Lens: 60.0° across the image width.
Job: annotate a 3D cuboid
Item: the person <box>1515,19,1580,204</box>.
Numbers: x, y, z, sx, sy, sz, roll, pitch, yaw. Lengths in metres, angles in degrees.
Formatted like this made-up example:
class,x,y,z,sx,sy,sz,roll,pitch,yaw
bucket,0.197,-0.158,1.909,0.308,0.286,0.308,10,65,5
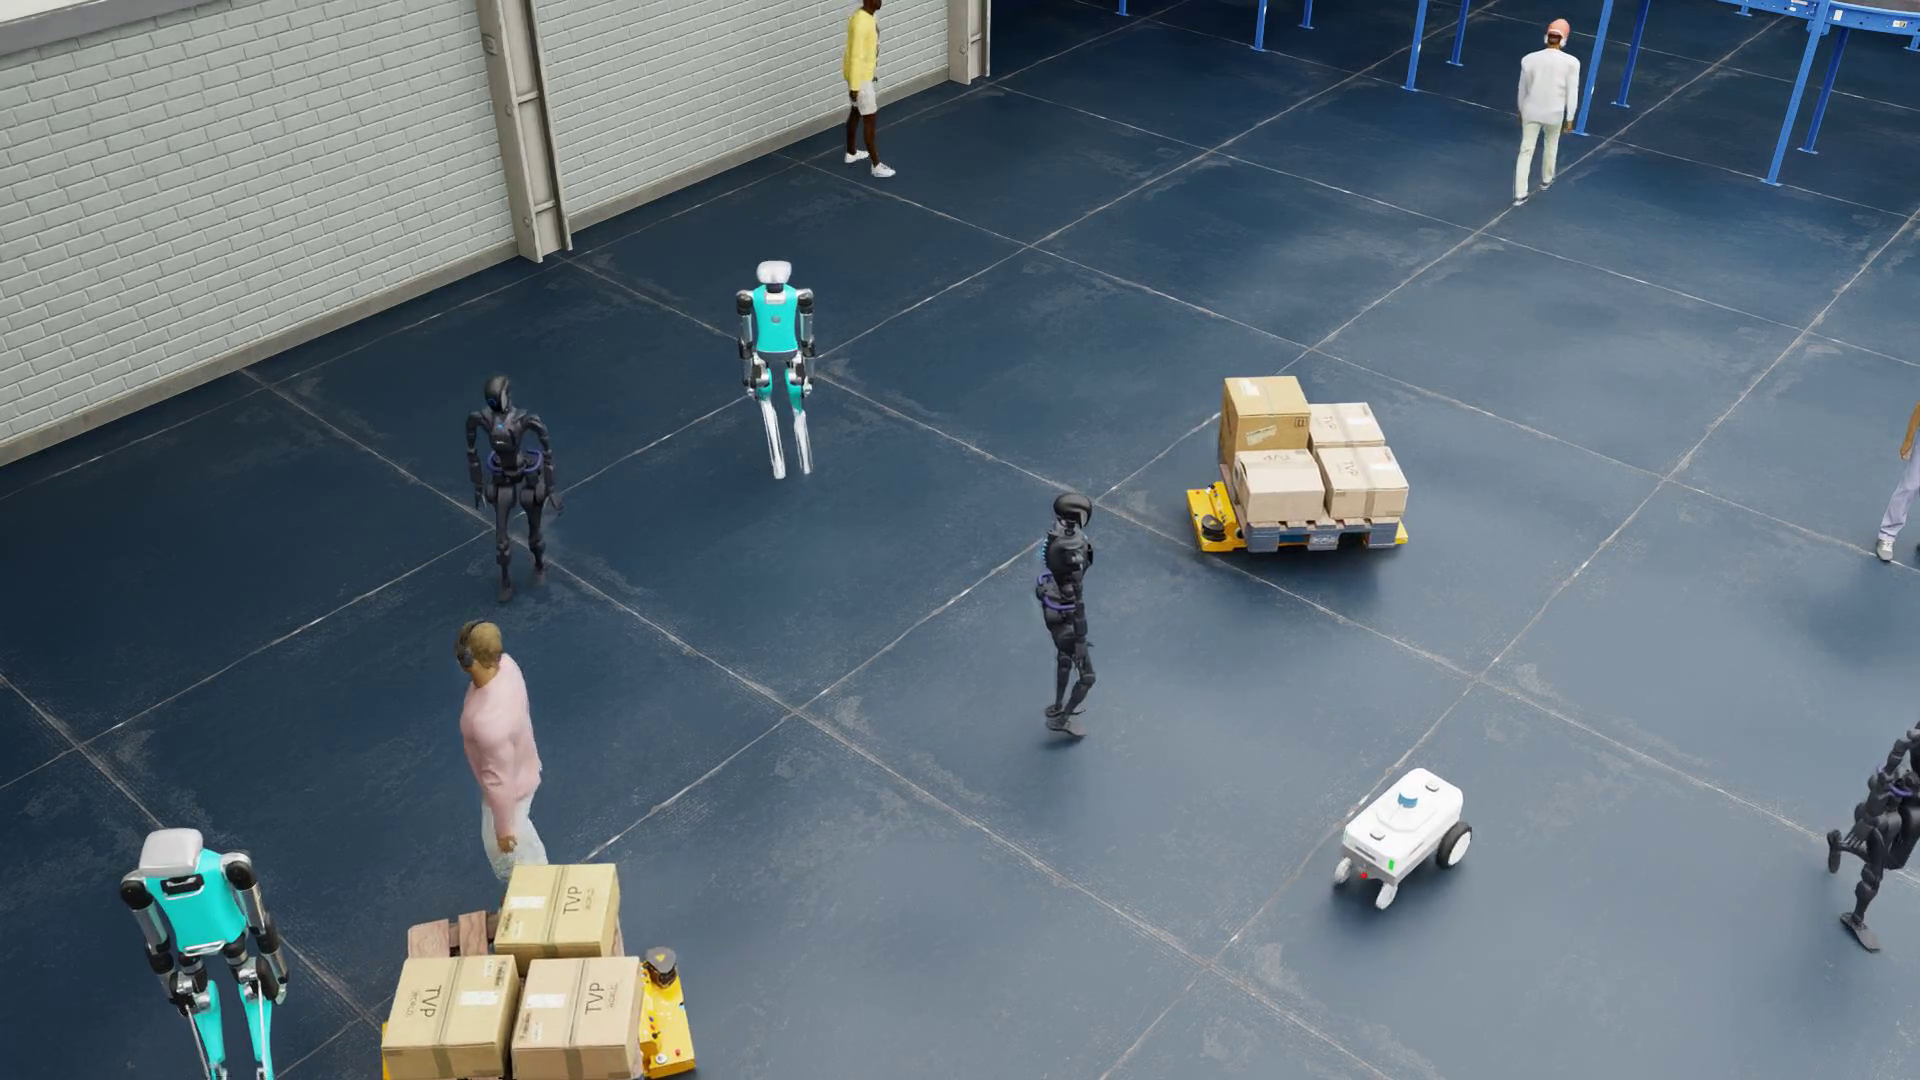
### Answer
class,x,y,z,sx,sy,sz,roll,pitch,yaw
person,5.624,-4.121,15.948,0.610,1.687,0.843,18,39,24

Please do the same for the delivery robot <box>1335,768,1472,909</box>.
class,x,y,z,sx,sy,sz,roll,pitch,yaw
delivery robot,2.376,1.558,8.939,0.769,0.577,0.499,-29,45,-34

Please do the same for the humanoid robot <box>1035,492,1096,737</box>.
class,x,y,z,sx,sy,sz,roll,pitch,yaw
humanoid robot,0.616,0.405,9.604,0.322,1.655,0.609,-7,36,-9

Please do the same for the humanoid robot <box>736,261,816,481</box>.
class,x,y,z,sx,sy,sz,roll,pitch,yaw
humanoid robot,-1.288,-1.225,11.864,0.543,1.821,0.667,-3,36,-5

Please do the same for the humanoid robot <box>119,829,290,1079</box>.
class,x,y,z,sx,sy,sz,roll,pitch,yaw
humanoid robot,-3.198,2.093,7.239,0.541,1.867,0.652,-8,36,-11

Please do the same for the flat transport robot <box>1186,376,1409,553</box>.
class,x,y,z,sx,sy,sz,roll,pitch,yaw
flat transport robot,2.355,-0.199,11.666,1.431,0.231,0.659,-2,36,-3

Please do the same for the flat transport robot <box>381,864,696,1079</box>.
class,x,y,z,sx,sy,sz,roll,pitch,yaw
flat transport robot,-2.045,2.397,8.021,1.431,0.231,0.659,-10,37,-13

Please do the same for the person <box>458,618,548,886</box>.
class,x,y,z,sx,sy,sz,roll,pitch,yaw
person,-2.227,1.247,8.243,0.347,1.901,0.769,-6,36,-8

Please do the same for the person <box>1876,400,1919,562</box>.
class,x,y,z,sx,sy,sz,roll,pitch,yaw
person,6.521,-0.651,10.955,0.557,1.837,0.392,14,38,18

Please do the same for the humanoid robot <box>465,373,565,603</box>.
class,x,y,z,sx,sy,sz,roll,pitch,yaw
humanoid robot,-2.849,-0.343,10.662,0.598,1.647,0.429,1,35,1

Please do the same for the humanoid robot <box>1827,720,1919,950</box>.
class,x,y,z,sx,sy,sz,roll,pitch,yaw
humanoid robot,4.711,1.278,8.388,0.589,1.635,0.633,-9,36,-12

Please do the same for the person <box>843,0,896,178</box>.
class,x,y,z,sx,sy,sz,roll,pitch,yaw
person,-0.901,-4.536,16.388,0.624,1.868,0.681,5,36,7
